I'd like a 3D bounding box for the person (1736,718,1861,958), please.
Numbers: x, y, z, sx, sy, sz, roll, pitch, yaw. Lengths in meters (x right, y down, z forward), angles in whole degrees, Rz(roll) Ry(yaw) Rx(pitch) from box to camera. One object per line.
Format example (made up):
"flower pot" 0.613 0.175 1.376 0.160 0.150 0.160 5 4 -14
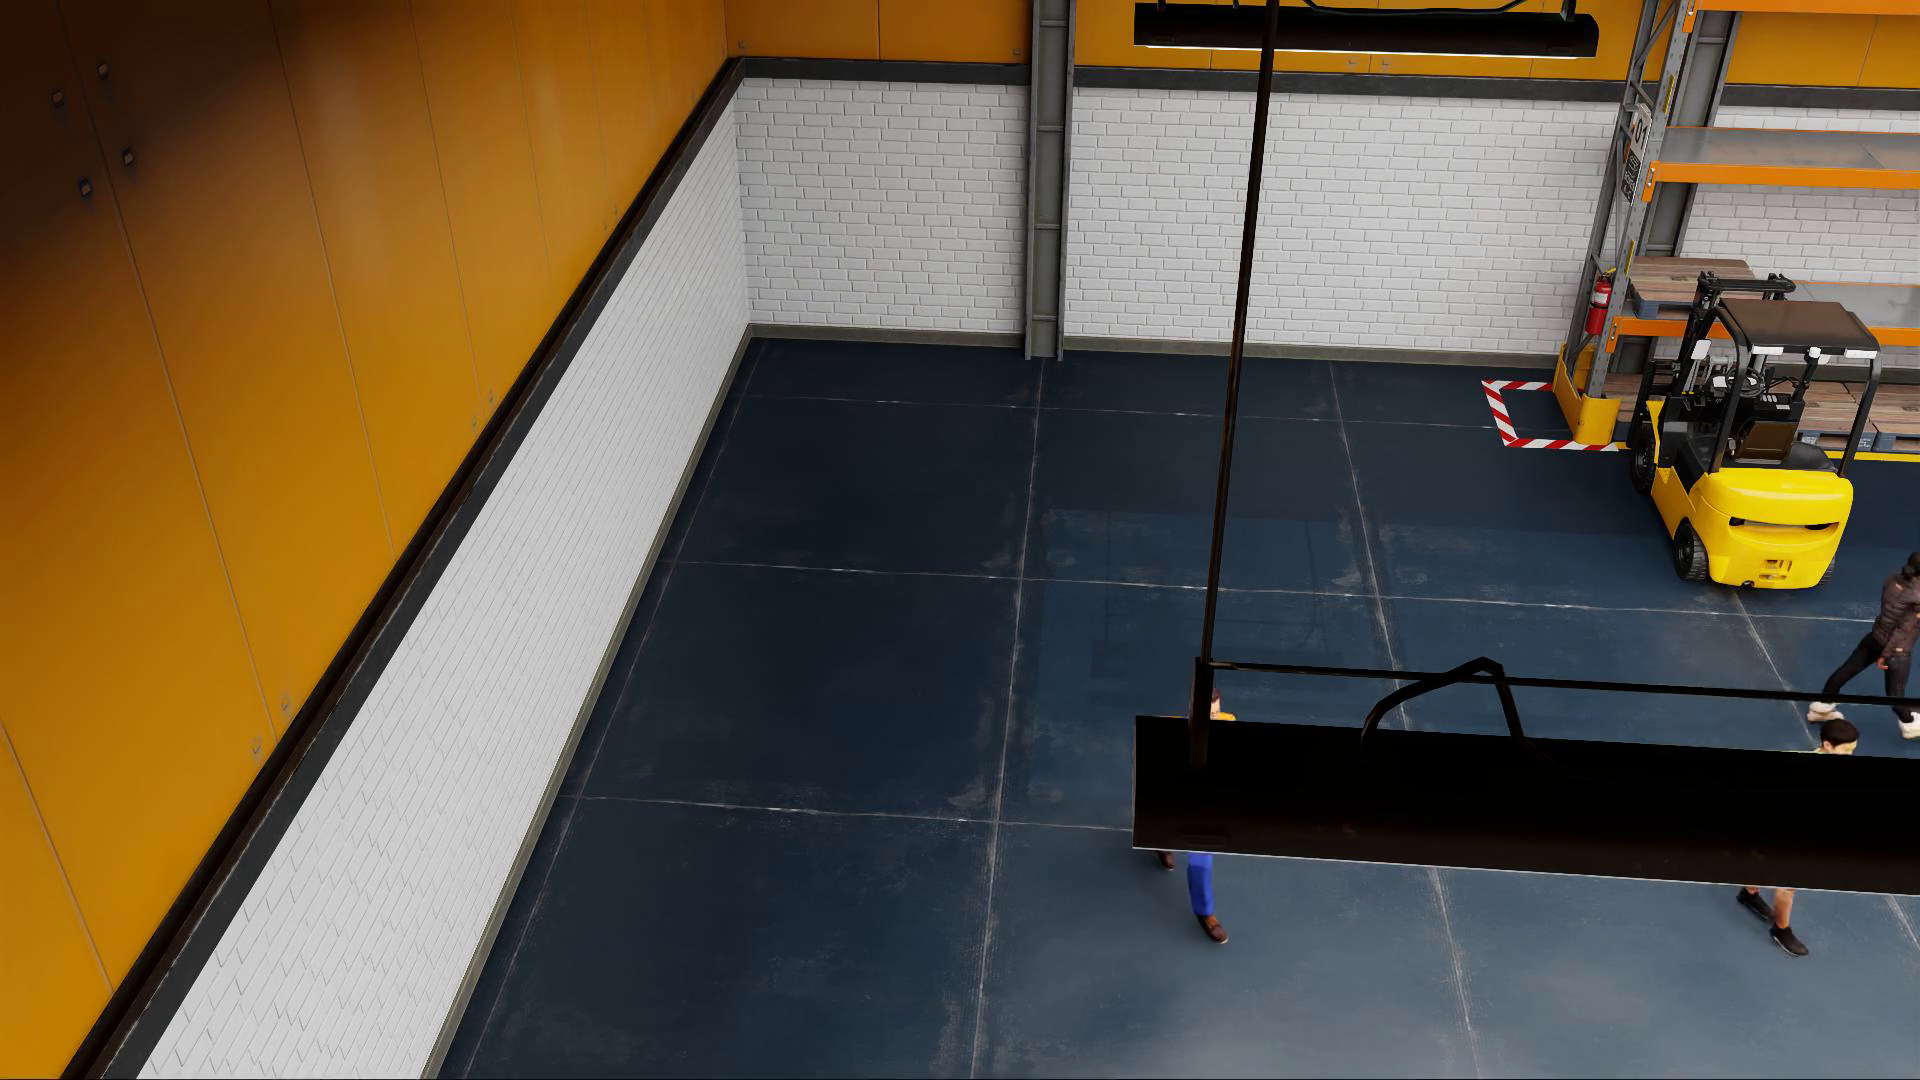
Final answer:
"person" 5.218 1.749 10.511 0.918 1.693 0.957 -19 38 -26

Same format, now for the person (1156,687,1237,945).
"person" 1.489 1.609 10.595 1.214 1.833 1.201 -20 39 -27

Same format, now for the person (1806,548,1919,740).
"person" 6.853 0.759 12.060 1.124 1.626 0.705 -1 34 -2
